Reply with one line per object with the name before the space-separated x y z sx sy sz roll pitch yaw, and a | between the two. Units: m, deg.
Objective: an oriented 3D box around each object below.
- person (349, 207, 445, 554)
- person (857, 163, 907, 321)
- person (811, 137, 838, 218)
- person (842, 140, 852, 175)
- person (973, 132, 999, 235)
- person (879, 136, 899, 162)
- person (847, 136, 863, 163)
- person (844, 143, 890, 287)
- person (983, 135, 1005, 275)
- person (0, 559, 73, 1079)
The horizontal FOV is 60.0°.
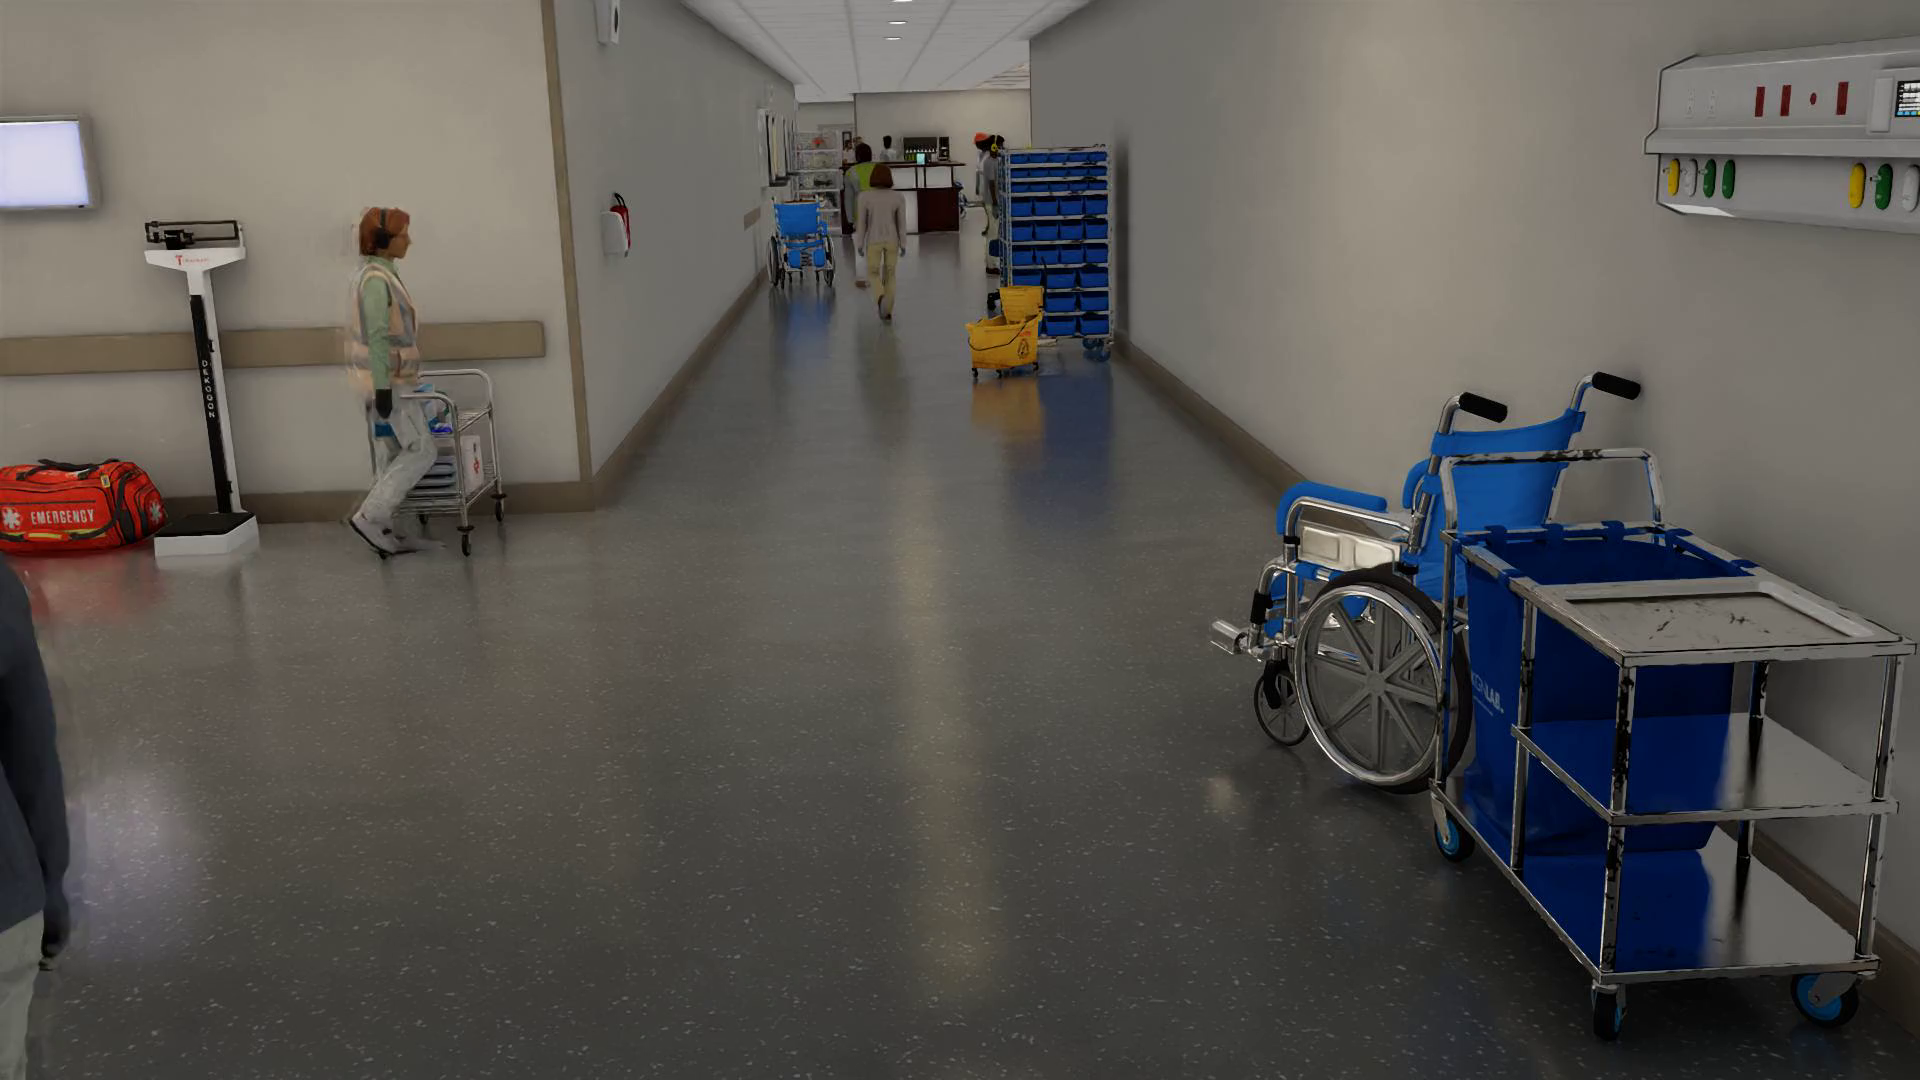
person | -2.616 -0.716 7.702 0.363 1.626 0.543 -6 14 -16
person | -0.788 -3.033 17.013 0.513 1.616 0.586 -4 14 -8
person | -3.262 -8.635 39.701 0.626 1.945 1.034 9 17 36
person | -3.378 -11.145 50.206 0.343 1.839 0.506 -1 14 3
person | 0.468 -6.681 31.265 0.653 1.906 0.579 -11 16 -33
person | -1.781 -9.157 41.690 1.003 1.921 0.604 10 18 39
person | -2.272 -8.144 37.598 0.406 1.911 0.636 5 15 25
person | -1.137 -4.064 20.893 0.629 1.815 0.764 -6 14 -16
person | 0.475 -4.526 22.504 0.328 1.865 0.519 -2 14 -2
person | -1.386 0.566 2.300 0.454 1.617 0.503 2 14 15
